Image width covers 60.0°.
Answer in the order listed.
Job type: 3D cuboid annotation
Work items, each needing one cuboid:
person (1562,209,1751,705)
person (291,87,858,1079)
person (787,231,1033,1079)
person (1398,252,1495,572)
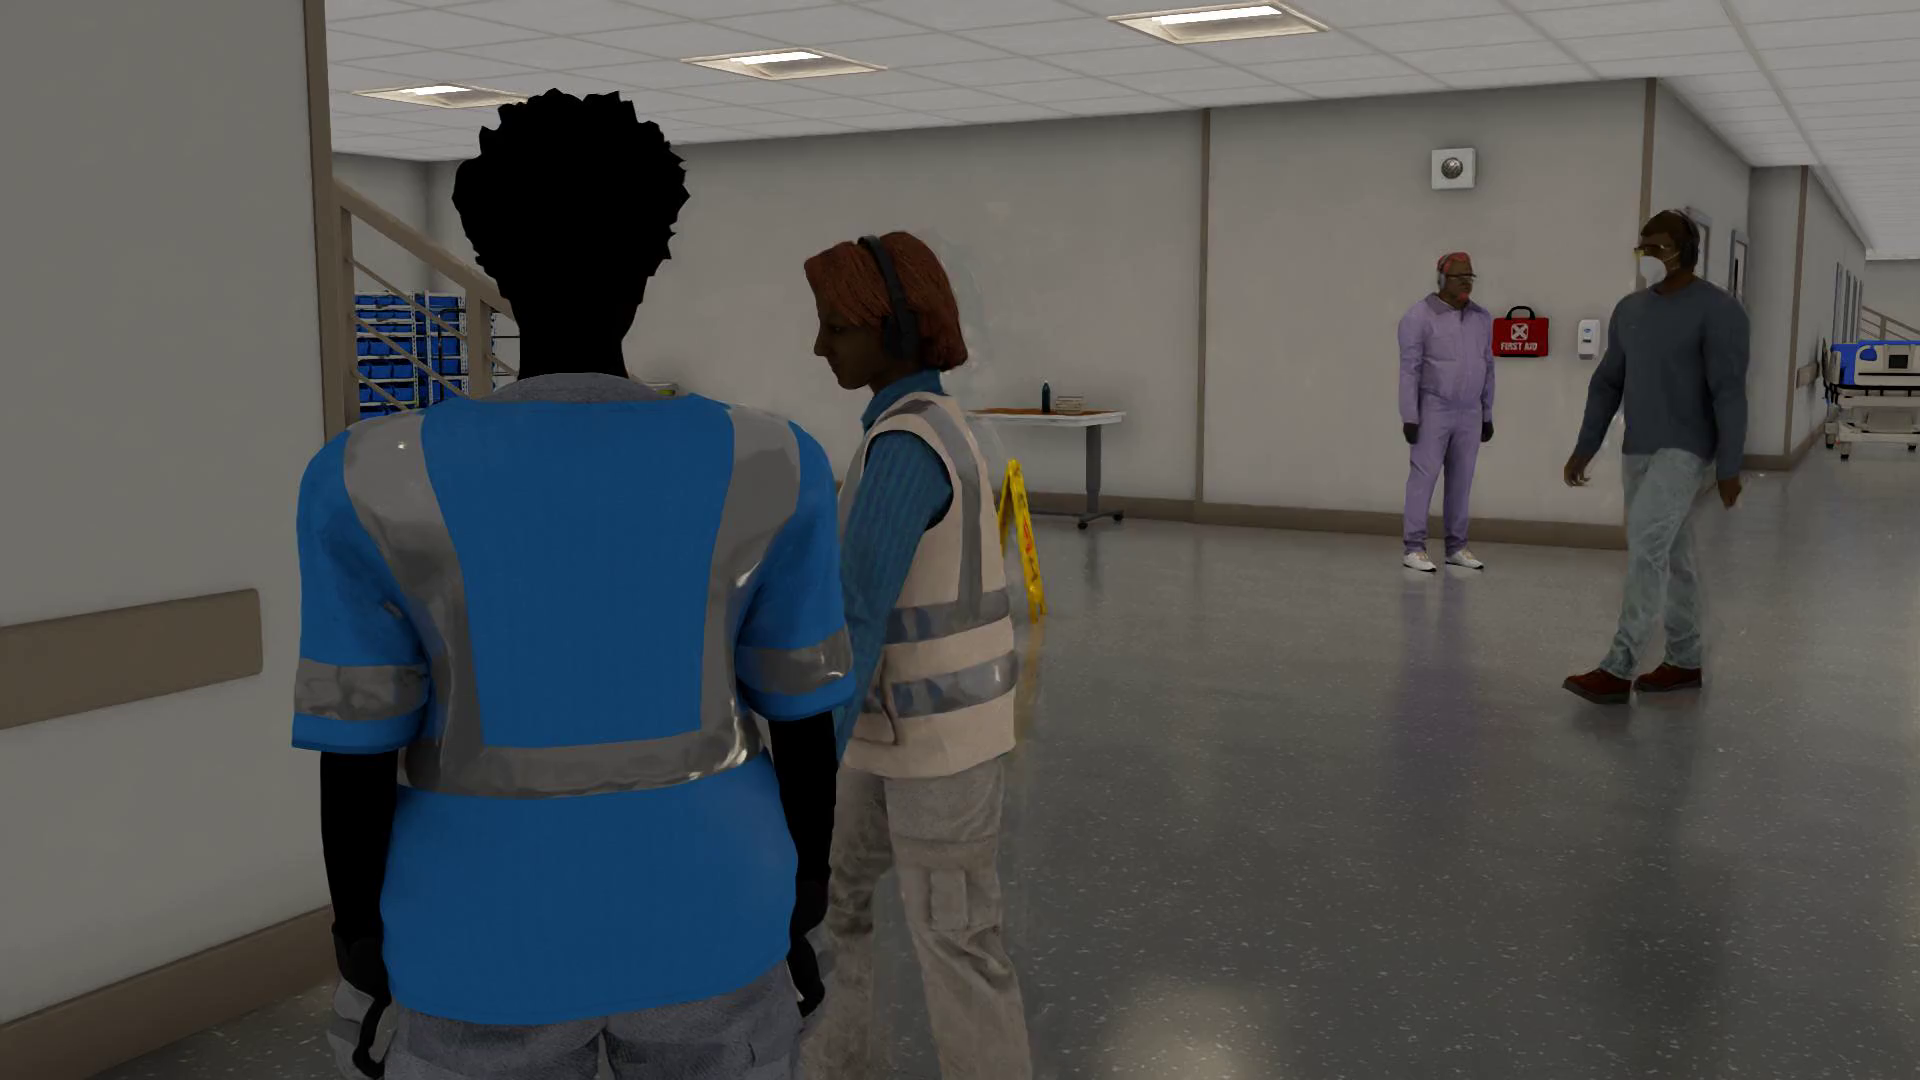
[{"bbox_3d":[2.647,-0.313,6.487,0.874,1.909,0.630,-2,8,-15],"label":"person"},{"bbox_3d":[-0.368,0.415,1.676,0.540,1.696,0.315,-3,8,-19],"label":"person"},{"bbox_3d":[-0.169,0.334,2.637,0.676,1.611,0.506,0,7,-3],"label":"person"},{"bbox_3d":[2.928,-0.758,9.944,0.648,1.901,0.400,-3,8,-21],"label":"person"}]
